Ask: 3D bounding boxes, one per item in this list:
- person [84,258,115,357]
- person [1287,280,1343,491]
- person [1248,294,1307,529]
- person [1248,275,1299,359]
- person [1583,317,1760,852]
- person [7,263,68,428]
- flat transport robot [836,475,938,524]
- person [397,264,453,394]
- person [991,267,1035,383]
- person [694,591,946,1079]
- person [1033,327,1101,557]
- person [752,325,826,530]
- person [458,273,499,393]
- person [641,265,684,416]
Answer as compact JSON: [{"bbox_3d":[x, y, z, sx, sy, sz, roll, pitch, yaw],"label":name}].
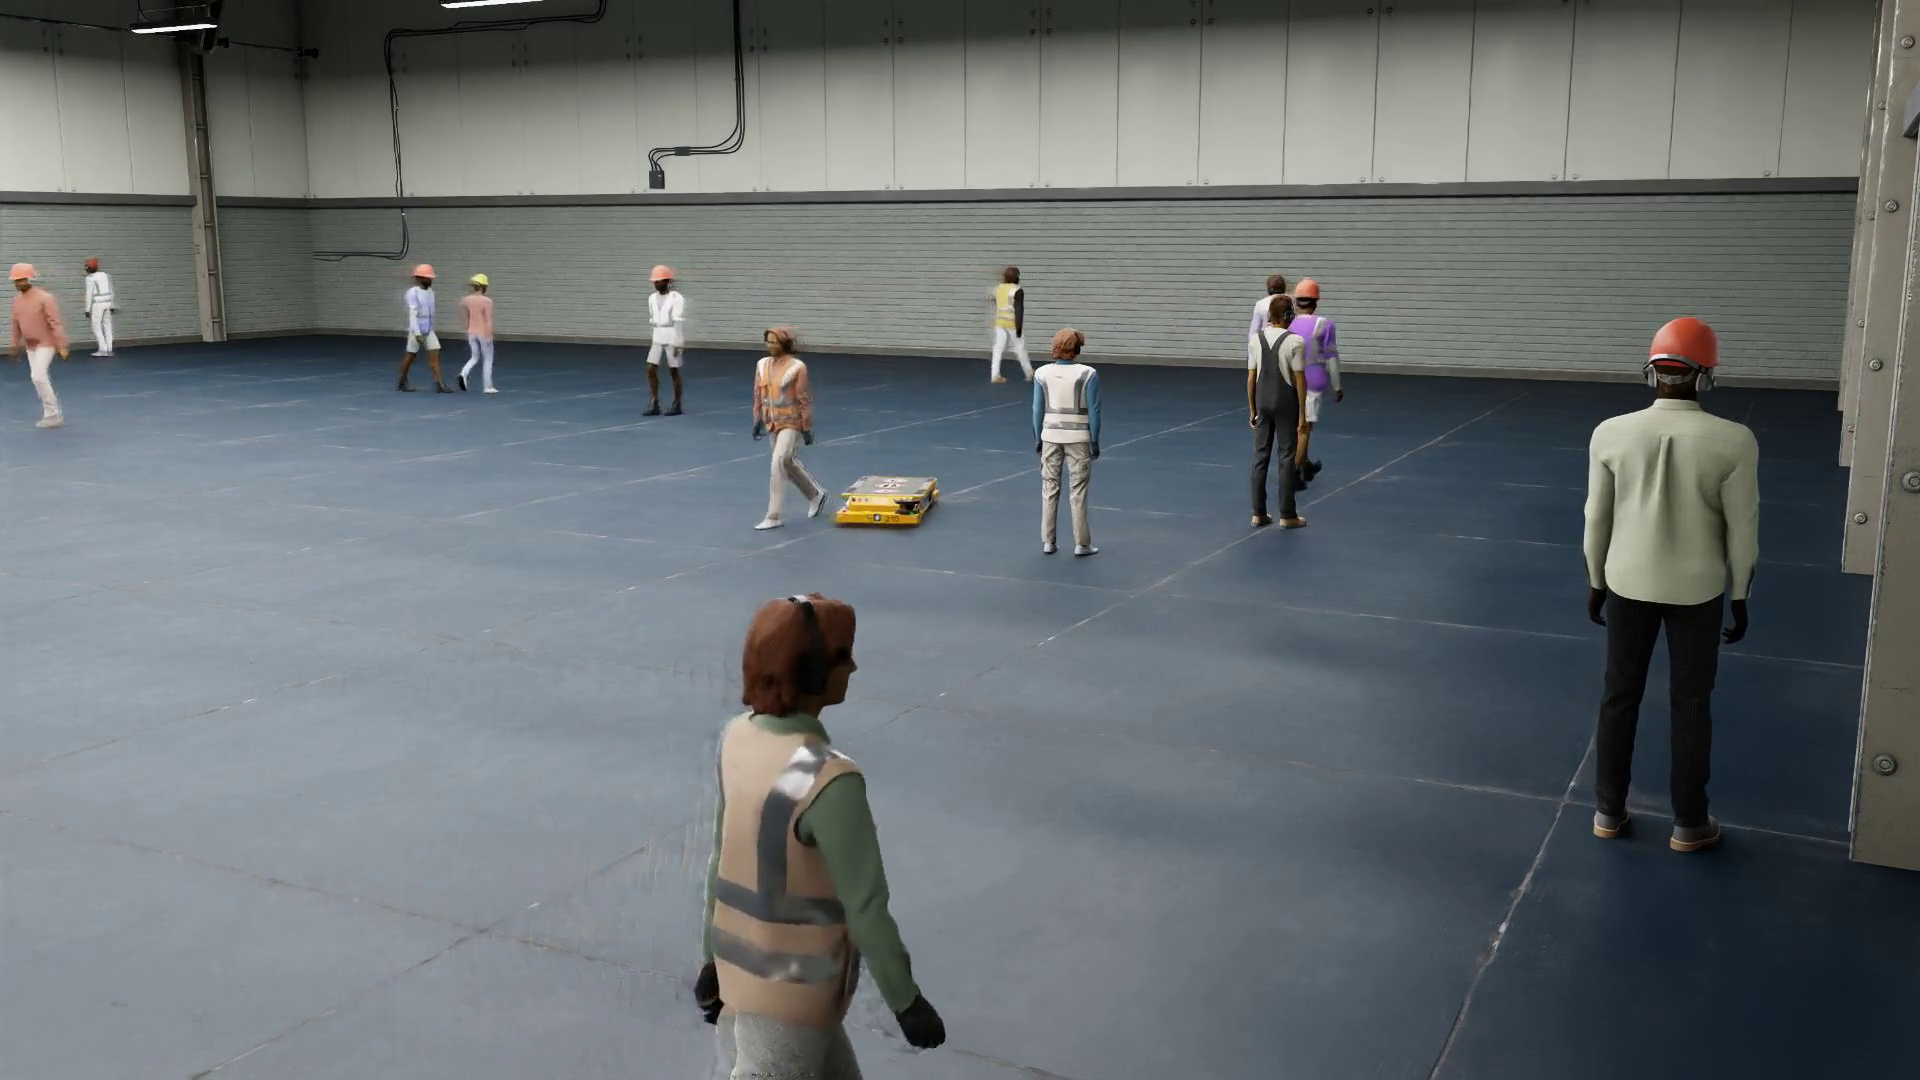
[{"bbox_3d":[-16.277,-4.390,31.501,0.351,1.857,0.679,3,11,16],"label":"person"},{"bbox_3d":[3.190,-1.417,15.189,0.556,1.887,0.953,8,13,37],"label":"person"},{"bbox_3d":[2.498,-1.004,13.071,0.505,1.840,0.346,8,13,38],"label":"person"},{"bbox_3d":[3.787,-2.316,20.306,0.656,1.807,0.839,-3,11,-15],"label":"person"},{"bbox_3d":[2.649,0.171,6.236,0.612,1.995,0.376,7,12,34],"label":"person"},{"bbox_3d":[-10.985,-2.297,19.773,0.698,1.964,0.623,4,11,22],"label":"person"},{"bbox_3d":[-0.581,-0.346,13.759,0.652,0.197,1.431,1,10,6],"label":"flat transport robot"},{"bbox_3d":[-7.881,-3.083,24.300,1.007,1.885,0.549,5,12,27],"label":"person"},{"bbox_3d":[0.843,-3.367,26.079,0.944,1.789,0.650,-9,14,-41],"label":"person"},{"bbox_3d":[-0.358,0.903,3.341,0.846,1.602,0.513,-5,11,-25],"label":"person"},{"bbox_3d":[0.765,-0.698,11.942,0.513,1.642,0.313,5,12,26],"label":"person"},{"bbox_3d":[-1.363,-0.915,13.241,0.518,1.602,0.810,9,14,40],"label":"person"},{"bbox_3d":[-7.003,-2.977,24.091,0.529,1.752,0.553,5,12,26],"label":"person"},{"bbox_3d":[-3.776,-2.502,21.051,0.546,1.914,0.722,5,11,25],"label":"person"}]
